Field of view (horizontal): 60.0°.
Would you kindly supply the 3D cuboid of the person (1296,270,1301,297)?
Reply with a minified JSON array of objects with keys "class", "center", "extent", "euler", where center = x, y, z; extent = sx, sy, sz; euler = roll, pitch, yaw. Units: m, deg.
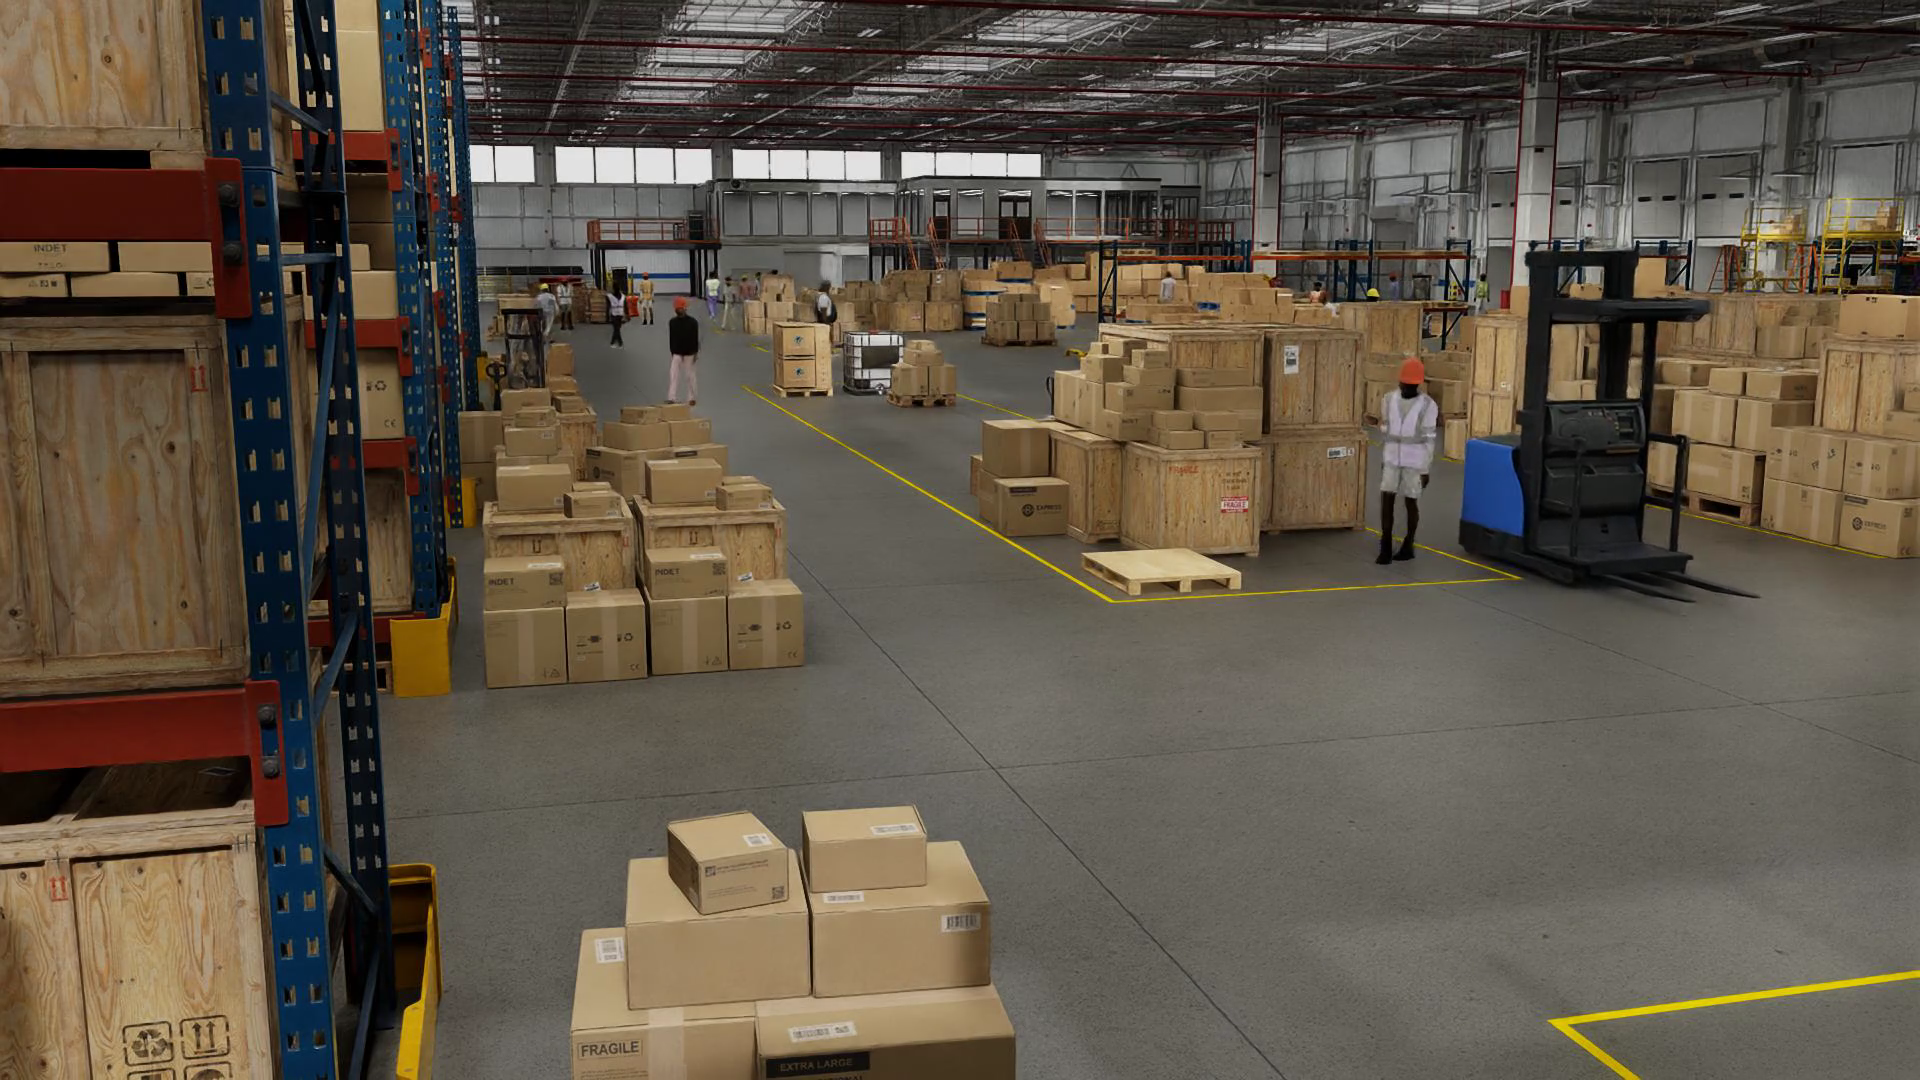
[{"class":"person","center":[16.239,-12.026,79.529],"extent":[0.380,1.727,0.501],"euler":[2,10,10]}]

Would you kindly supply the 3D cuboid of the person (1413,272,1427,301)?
[{"class":"person","center":[18.478,-9.813,66.704],"extent":[0.447,1.832,0.650],"euler":[-9,14,-42]}]

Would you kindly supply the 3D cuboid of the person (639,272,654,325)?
[{"class":"person","center":[-11.520,-8.877,61.107],"extent":[0.550,1.935,0.376],"euler":[-6,12,-29]}]

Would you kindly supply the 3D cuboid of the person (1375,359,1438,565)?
[{"class":"person","center":[4.003,-0.694,14.946],"extent":[0.563,1.871,0.815],"euler":[7,12,35]}]

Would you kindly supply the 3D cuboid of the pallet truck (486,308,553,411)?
[{"class":"pallet truck","center":[-6.242,-2.418,24.362],"extent":[0.823,1.965,1.885],"euler":[1,10,3]}]

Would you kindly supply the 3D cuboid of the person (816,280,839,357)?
[{"class":"person","center":[-3.527,-5.725,42.966],"extent":[0.733,2.000,0.689],"euler":[-2,10,-14]}]

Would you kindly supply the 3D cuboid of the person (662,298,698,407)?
[{"class":"person","center":[-4.935,-3.299,29.465],"extent":[0.630,1.946,0.973],"euler":[3,10,16]}]

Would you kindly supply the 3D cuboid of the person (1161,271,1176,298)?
[{"class":"person","center":[7.943,-9.298,63.491],"extent":[0.635,1.937,0.352],"euler":[-3,11,-18]}]

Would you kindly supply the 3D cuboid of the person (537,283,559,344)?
[{"class":"person","center":[-12.104,-6.620,48.723],"extent":[0.593,1.800,0.770],"euler":[3,10,14]}]

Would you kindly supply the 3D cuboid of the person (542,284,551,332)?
[{"class":"person","center":[-13.064,-7.232,52.523],"extent":[0.323,1.689,0.547],"euler":[0,10,2]}]

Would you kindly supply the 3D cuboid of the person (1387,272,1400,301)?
[{"class":"person","center":[15.769,-8.781,60.610],"extent":[0.504,1.919,0.542],"euler":[7,12,33]}]

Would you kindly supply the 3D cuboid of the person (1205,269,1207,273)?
[{"class":"person","center":[11.219,-11.527,76.333],"extent":[0.596,1.866,0.618],"euler":[2,10,13]}]

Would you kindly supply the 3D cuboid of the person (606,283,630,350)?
[{"class":"person","center":[-9.606,-6.250,46.464],"extent":[0.591,1.873,1.029],"euler":[-9,14,-42]}]

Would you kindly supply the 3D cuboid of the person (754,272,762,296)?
[{"class":"person","center":[-8.291,-9.941,67.447],"extent":[0.888,1.840,0.542],"euler":[-1,10,-5]}]

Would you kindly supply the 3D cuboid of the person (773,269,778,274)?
[{"class":"person","center":[-7.652,-10.156,68.444],"extent":[0.616,1.945,0.895],"euler":[5,11,26]}]

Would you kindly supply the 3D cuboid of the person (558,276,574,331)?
[{"class":"person","center":[-13.499,-8.113,56.966],"extent":[0.572,1.867,1.062],"euler":[-6,12,-32]}]

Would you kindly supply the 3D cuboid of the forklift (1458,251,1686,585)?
[{"class":"forklift","center":[5.421,-1.160,14.741],"extent":[1.129,2.768,1.873],"euler":[-3,10,-15]}]

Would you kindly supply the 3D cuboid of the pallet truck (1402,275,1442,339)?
[{"class":"pallet truck","center":[14.620,-7.324,52.145],"extent":[0.823,1.965,1.885],"euler":[8,13,40]}]

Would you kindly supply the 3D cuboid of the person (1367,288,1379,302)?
[{"class":"person","center":[9.219,-4.688,37.415],"extent":[0.383,1.928,0.588],"euler":[3,11,19]}]

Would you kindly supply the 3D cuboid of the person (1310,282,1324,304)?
[{"class":"person","center":[11.896,-7.735,55.352],"extent":[0.534,1.694,0.321],"euler":[4,11,22]}]

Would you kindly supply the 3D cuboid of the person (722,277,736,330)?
[{"class":"person","center":[-7.938,-8.111,57.134],"extent":[0.501,1.820,0.960],"euler":[2,10,10]}]

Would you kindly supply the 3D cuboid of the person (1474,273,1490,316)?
[{"class":"person","center":[20.016,-9.301,63.784],"extent":[0.632,1.842,0.429],"euler":[-1,10,-5]}]

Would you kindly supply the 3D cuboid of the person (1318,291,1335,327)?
[{"class":"person","center":[8.676,-4.878,38.816],"extent":[0.703,1.834,0.583],"euler":[-2,10,-9]}]

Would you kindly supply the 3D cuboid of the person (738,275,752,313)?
[{"class":"person","center":[-8.631,-9.785,66.786],"extent":[0.526,1.743,0.718],"euler":[-1,10,-6]}]

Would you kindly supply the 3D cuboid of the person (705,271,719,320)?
[{"class":"person","center":[-9.629,-9.481,64.630],"extent":[0.603,1.902,0.474],"euler":[-5,11,-27]}]
